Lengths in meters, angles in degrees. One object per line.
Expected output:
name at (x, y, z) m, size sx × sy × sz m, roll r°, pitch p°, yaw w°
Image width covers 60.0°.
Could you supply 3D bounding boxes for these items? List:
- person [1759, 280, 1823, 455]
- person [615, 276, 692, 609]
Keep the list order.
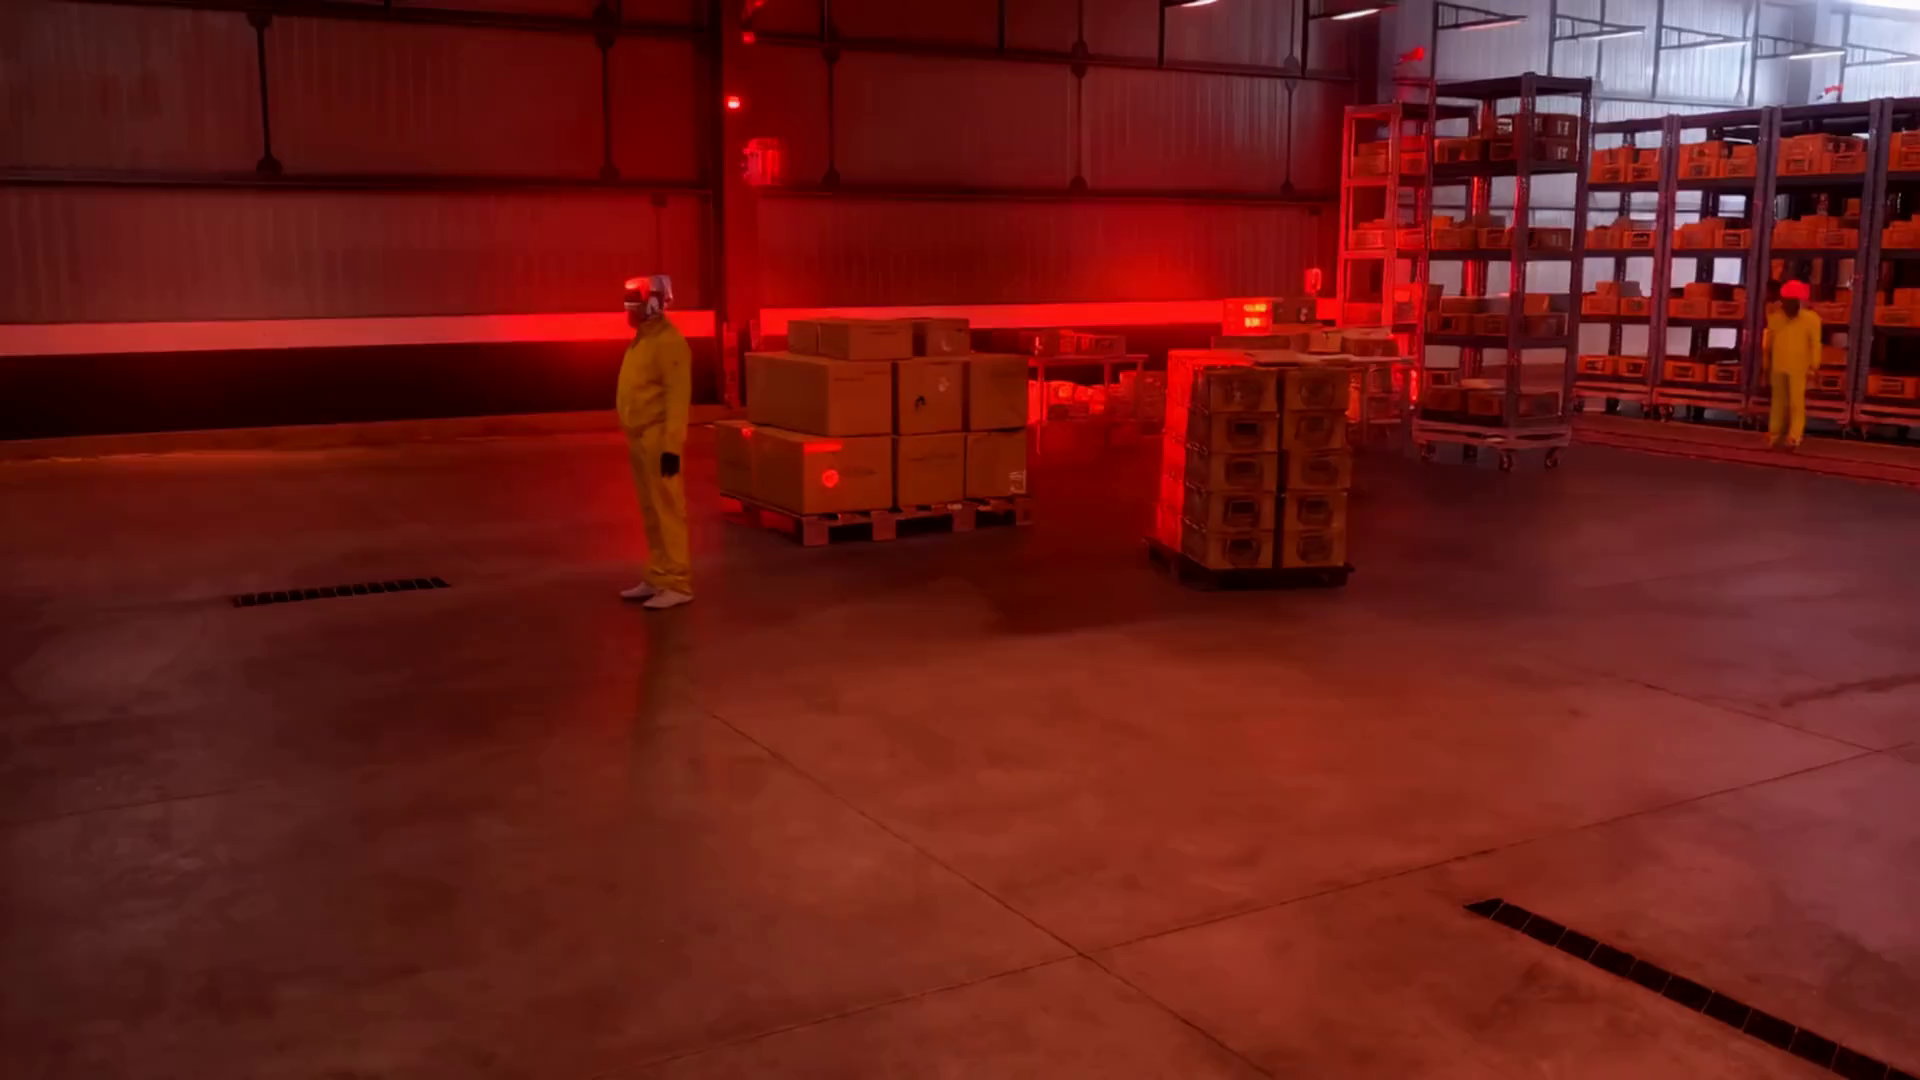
person at (8.281, -1.715, 16.636) m, size 0.416 × 1.740 × 0.573 m, roll -7°, pitch 12°, yaw -33°
person at (-1.782, -0.559, 9.602) m, size 0.403 × 1.904 × 0.651 m, roll -6°, pitch 12°, yaw -30°
